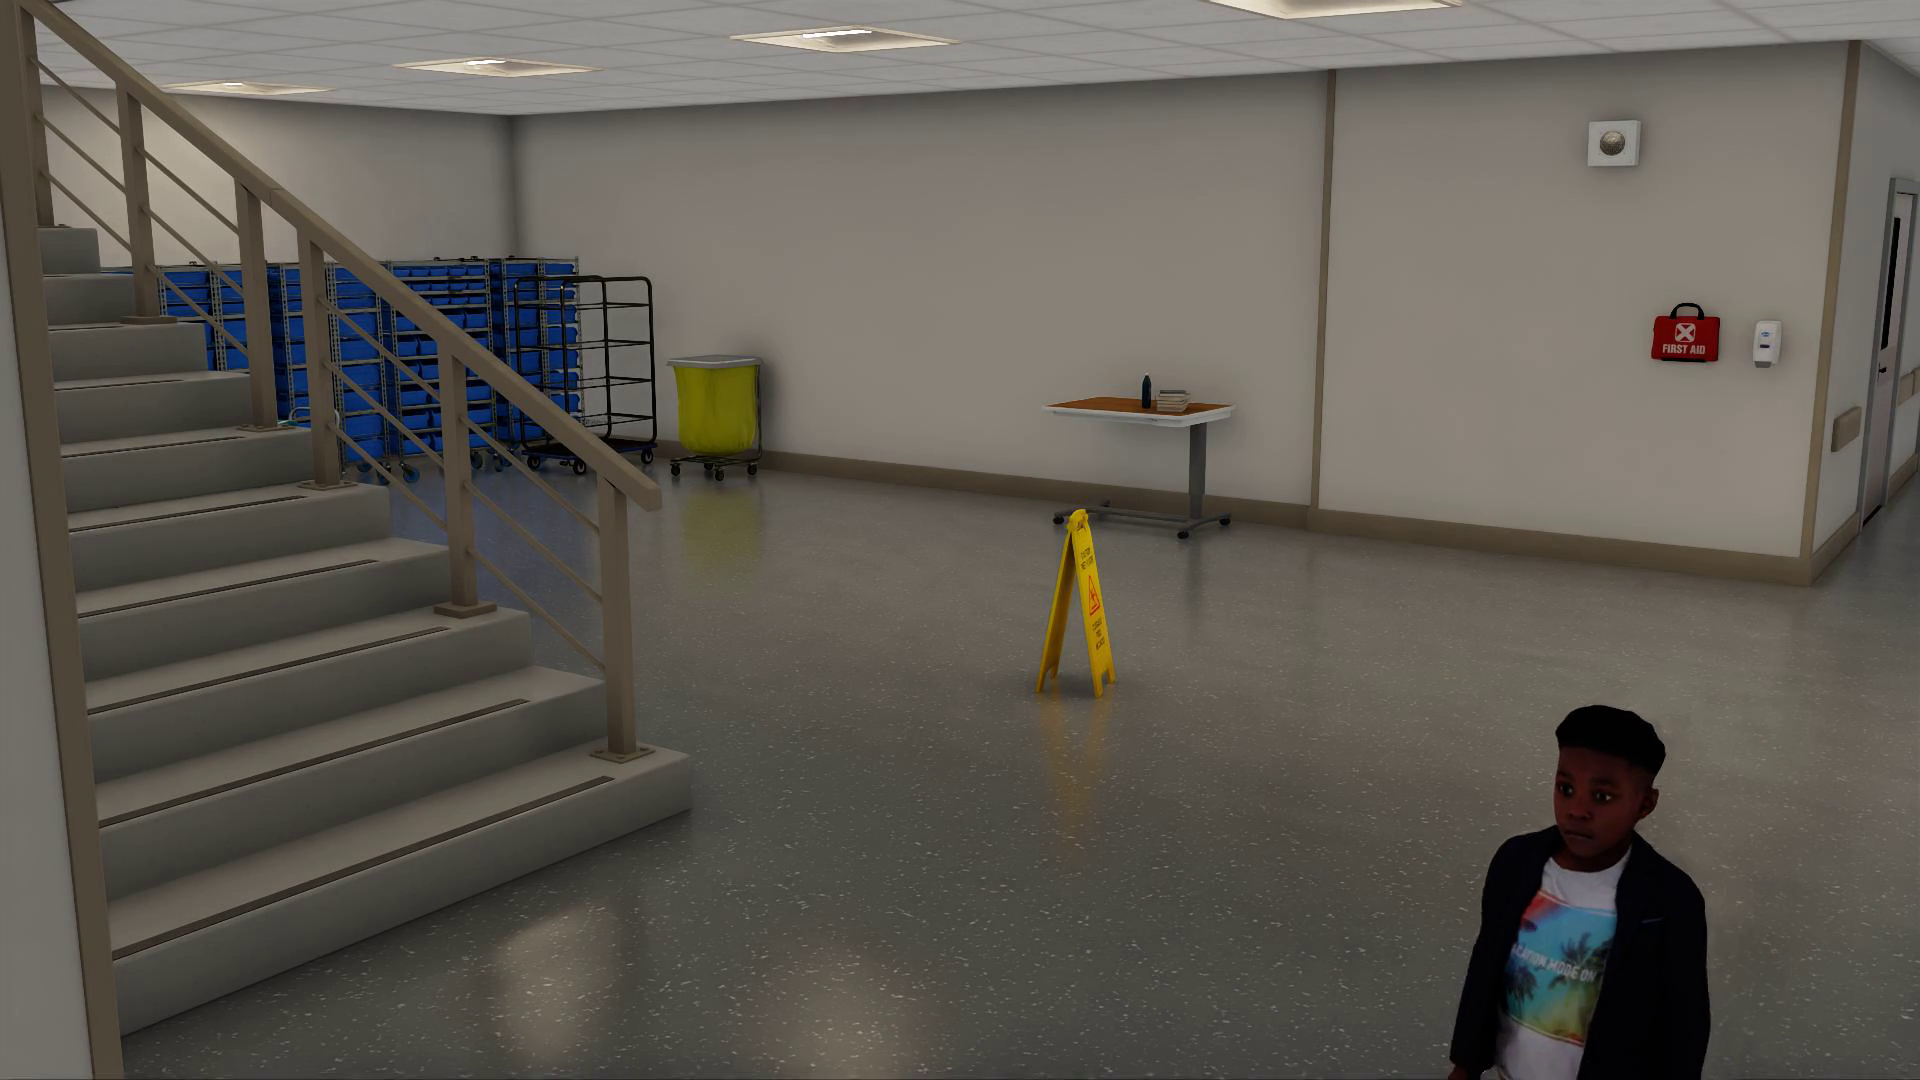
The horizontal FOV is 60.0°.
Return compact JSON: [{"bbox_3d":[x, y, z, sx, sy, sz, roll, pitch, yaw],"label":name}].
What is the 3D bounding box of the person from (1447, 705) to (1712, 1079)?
[{"bbox_3d":[1.079,0.876,2.823,0.653,1.253,0.655,-10,14,-42],"label":"person"}]
